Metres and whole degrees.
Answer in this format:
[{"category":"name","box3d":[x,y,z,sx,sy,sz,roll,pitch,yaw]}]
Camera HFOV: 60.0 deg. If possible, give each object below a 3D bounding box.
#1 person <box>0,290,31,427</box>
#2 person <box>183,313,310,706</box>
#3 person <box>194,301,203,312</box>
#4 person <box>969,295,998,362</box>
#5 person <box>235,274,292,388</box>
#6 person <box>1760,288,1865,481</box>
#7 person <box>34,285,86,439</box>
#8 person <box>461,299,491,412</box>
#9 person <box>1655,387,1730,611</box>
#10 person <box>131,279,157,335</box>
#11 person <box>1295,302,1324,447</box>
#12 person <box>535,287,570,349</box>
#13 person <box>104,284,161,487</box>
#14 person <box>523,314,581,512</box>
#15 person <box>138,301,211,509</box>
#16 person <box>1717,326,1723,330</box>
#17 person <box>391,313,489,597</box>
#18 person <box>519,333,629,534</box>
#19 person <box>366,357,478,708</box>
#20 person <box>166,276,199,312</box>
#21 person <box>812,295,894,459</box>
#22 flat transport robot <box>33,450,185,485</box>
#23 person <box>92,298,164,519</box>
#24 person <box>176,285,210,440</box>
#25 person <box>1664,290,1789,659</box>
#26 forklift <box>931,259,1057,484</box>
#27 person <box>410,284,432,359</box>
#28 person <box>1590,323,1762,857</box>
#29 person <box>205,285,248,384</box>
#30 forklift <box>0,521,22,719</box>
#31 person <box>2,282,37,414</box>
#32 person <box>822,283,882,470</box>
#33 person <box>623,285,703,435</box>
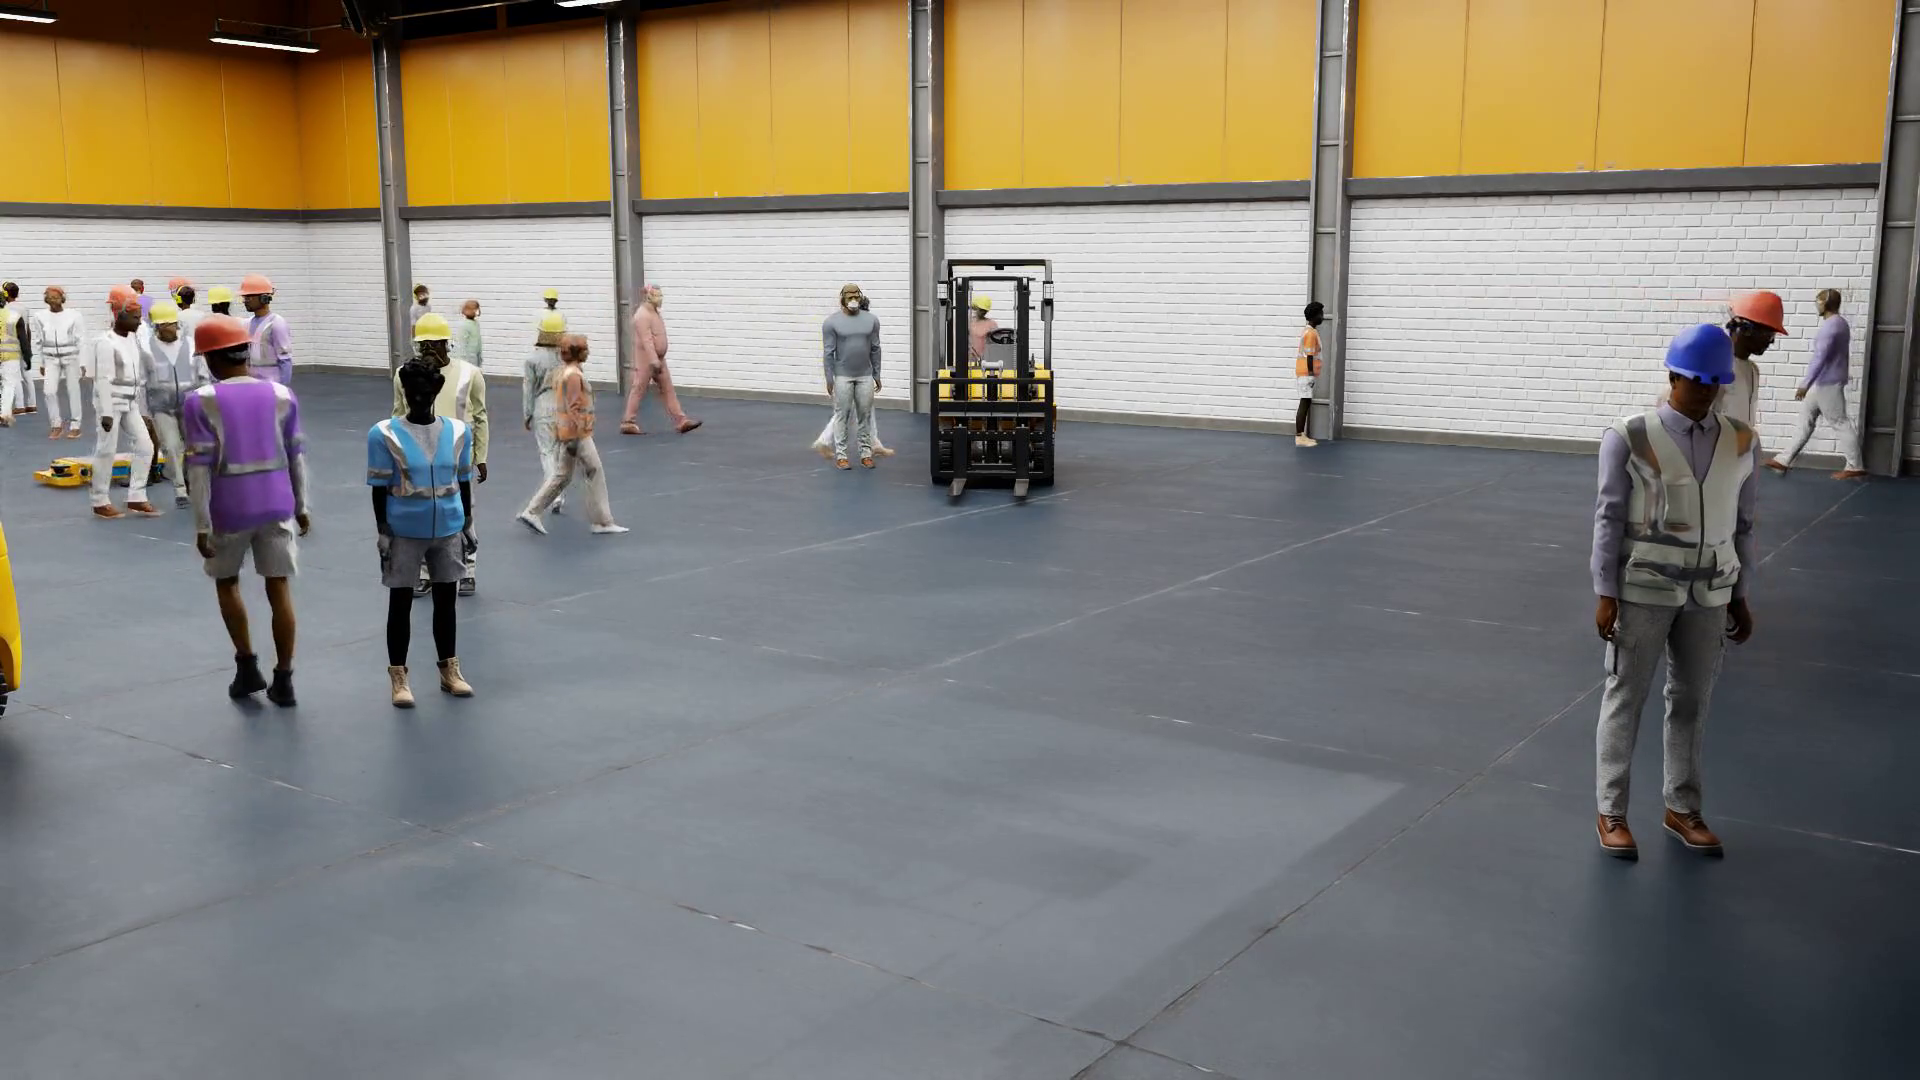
[{"category":"person","box3d":[-12.536,-2.381,21.762,0.637,1.806,0.931,-3,10,-16]},{"category":"person","box3d":[-3.455,-0.142,8.108,0.609,1.904,0.581,-7,12,-38]},{"category":"person","box3d":[-12.957,-3.341,27.978,0.555,1.618,0.488,1,10,7]},{"category":"person","box3d":[0.217,-2.296,21.477,0.623,1.721,0.448,5,11,26]},{"category":"person","box3d":[-6.238,-1.354,14.918,0.615,2.041,0.387,8,12,39]},{"category":"person","box3d":[8.507,-1.533,16.444,1.013,1.887,0.647,6,11,33]},{"category":"person","box3d":[-10.877,-2.142,20.133,0.593,1.862,0.611,-2,10,-13]},{"category":"person","box3d":[-7.036,-2.630,23.794,0.573,1.622,0.501,1,10,7]},{"category":"person","box3d":[4.613,-0.410,10.321,0.533,1.712,0.849,-1,10,-4]},{"category":"person","box3d":[-14.268,-3.607,28.936,0.565,1.841,0.387,-2,10,-13]},{"category":"person","box3d":[4.068,-1.927,19.390,0.321,1.691,0.532,2,10,10]},{"category":"person","box3d":[-6.290,-3.020,25.719,0.524,1.753,0.384,-7,12,-35]},{"category":"person","box3d":[-7.936,-1.473,15.939,0.369,1.939,0.542,0,10,-2]},{"category":"person","box3d":[-3.525,-1.108,14.448,0.495,1.706,0.853,-3,10,-20]},{"category":"person","box3d":[-6.910,-1.186,14.614,0.626,1.812,0.583,-7,12,-35]},{"category":"person","box3d":[6.120,-0.941,13.679,0.279,1.633,0.500,1,10,7]},{"category":"person","box3d":[-3.342,-0.540,10.696,0.599,1.830,0.403,-1,10,-6]},{"category":"person","box3d":[-3.082,-0.830,13.094,0.801,1.611,0.523,-3,10,-18]},{"category":"person","box3d":[-2.620,-0.044,8.141,0.533,1.698,0.322,-7,12,-38]},{"category":"person","box3d":[-10.553,-2.617,22.706,0.996,1.958,0.605,0,10,2]},{"category":"person","box3d":[-1.194,-1.785,18.212,0.923,1.809,0.637,-3,10,-17]},{"category":"flat transport robot","box3d":[-8.278,-0.725,16.440,0.652,0.197,1.431,9,13,44]},{"category":"person","box3d":[-7.004,-1.092,13.922,0.692,1.845,0.695,0,10,3]},{"category":"person","box3d":[-9.269,-2.127,20.034,0.328,1.874,0.517,4,10,22]},{"category":"person","box3d":[4.124,-0.337,8.982,0.694,1.999,0.486,-9,13,-44]},{"category":"forklift","box3d":[0.370,-1.738,16.759,1.214,2.155,2.313,1,10,3]},{"category":"person","box3d":[-7.903,-2.850,24.465,0.456,1.829,0.564,3,10,16]},{"category":"person","box3d":[2.593,0.187,6.045,0.601,1.942,0.394,-1,10,-4]},{"category":"person","box3d":[-7.606,-1.686,17.275,0.613,1.913,0.547,4,10,21]},{"category":"forklift","box3d":[-5.296,-0.090,6.943,1.214,2.155,2.313,7,12,35]},{"category":"person","box3d":[-13.317,-2.698,23.442,0.313,1.869,0.538,2,10,14]},{"category":"person","box3d":[-1.118,-1.691,17.281,0.630,1.934,0.364,-4,10,-21]},{"category":"person","box3d":[-3.759,-2.220,20.642,0.994,1.856,0.647,2,10,12]}]
